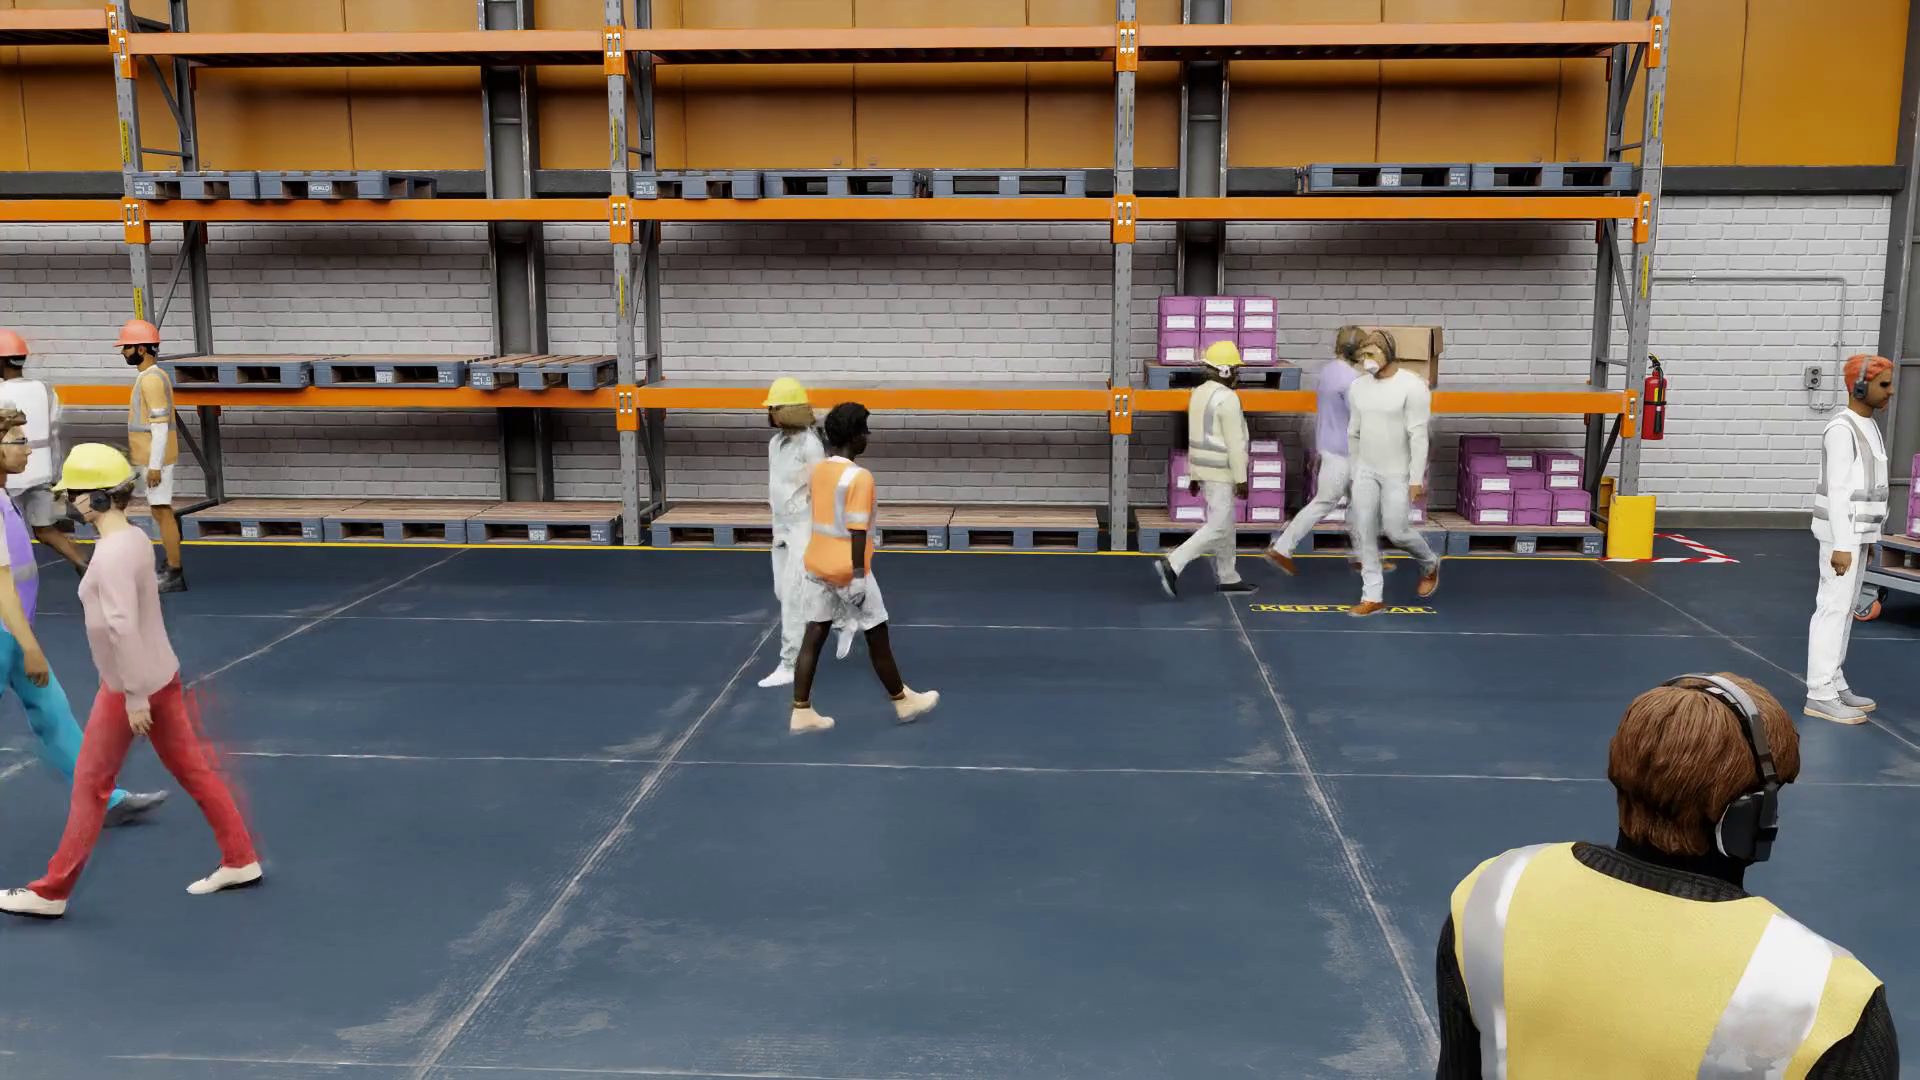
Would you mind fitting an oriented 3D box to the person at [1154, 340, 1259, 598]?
[{"bbox_3d":[1.720,-0.475,11.510,0.757,1.811,0.603,-2,10,-13],"label":"person"}]

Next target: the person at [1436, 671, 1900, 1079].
[{"bbox_3d":[0.960,1.080,2.297,0.429,1.842,0.636,-7,12,-37],"label":"person"}]

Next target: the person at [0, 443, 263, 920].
[{"bbox_3d":[-3.043,0.507,6.019,0.921,1.714,0.550,-3,10,-15],"label":"person"}]

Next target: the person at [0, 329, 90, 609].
[{"bbox_3d":[-6.066,-0.420,10.900,0.764,1.918,0.549,3,10,17],"label":"person"}]

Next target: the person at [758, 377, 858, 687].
[{"bbox_3d":[-0.853,-0.058,9.318,0.644,1.725,0.488,-7,12,-36],"label":"person"}]

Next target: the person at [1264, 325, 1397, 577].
[{"bbox_3d":[2.752,-0.649,12.318,0.995,1.898,0.617,0,10,1],"label":"person"}]

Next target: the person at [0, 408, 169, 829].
[{"bbox_3d":[-3.775,0.369,6.609,0.988,1.790,0.592,-5,11,-27],"label":"person"}]

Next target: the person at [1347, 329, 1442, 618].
[{"bbox_3d":[2.886,-0.446,11.061,0.688,1.912,0.634,-8,13,-41],"label":"person"}]

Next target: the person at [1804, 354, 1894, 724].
[{"bbox_3d":[4.592,-0.011,8.572,0.355,1.882,0.576,8,12,38],"label":"person"}]

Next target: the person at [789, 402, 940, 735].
[{"bbox_3d":[-0.504,0.138,8.346,0.849,1.655,0.553,-7,12,-36],"label":"person"}]

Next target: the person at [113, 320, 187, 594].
[{"bbox_3d":[-5.718,-0.582,11.749,0.362,1.935,0.553,-5,11,-25],"label":"person"}]
